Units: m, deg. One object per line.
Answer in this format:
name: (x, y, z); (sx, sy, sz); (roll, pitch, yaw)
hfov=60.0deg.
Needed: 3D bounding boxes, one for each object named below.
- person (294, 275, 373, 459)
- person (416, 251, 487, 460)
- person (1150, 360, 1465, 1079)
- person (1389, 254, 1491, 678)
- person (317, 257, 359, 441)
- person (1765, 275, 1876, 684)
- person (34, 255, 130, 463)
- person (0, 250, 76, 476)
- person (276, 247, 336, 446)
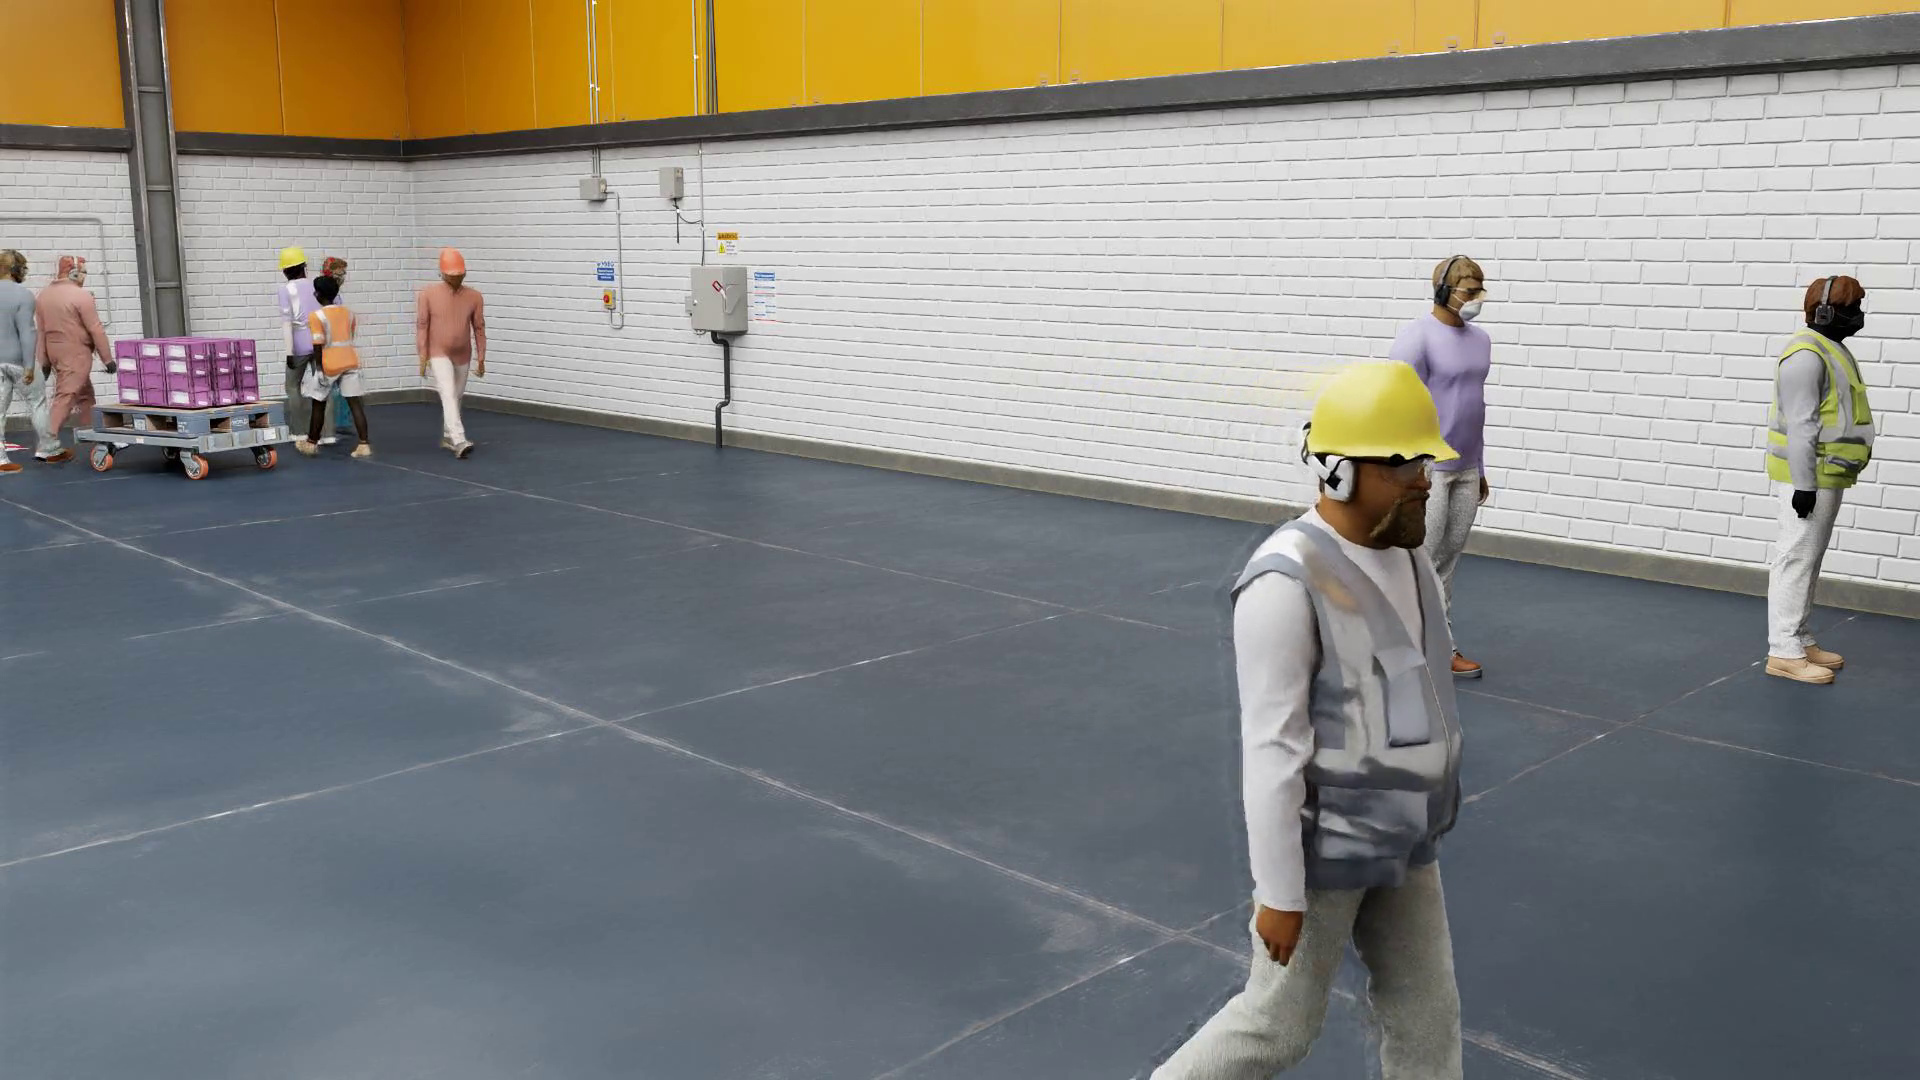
person: (-5.719, -1.559, 15.084); (0.862, 1.657, 0.551); (6, 12, 29)
person: (-4.651, -1.697, 15.273); (0.632, 1.879, 1.192); (-8, 13, -36)
person: (0.714, 0.545, 3.230); (0.852, 1.803, 0.607); (10, 14, 43)
person: (2.181, -0.310, 7.518); (0.630, 1.938, 0.372); (-9, 14, -40)
person: (-6.122, -1.856, 16.315); (0.583, 1.810, 0.598); (-2, 11, -12)
person: (3.935, -0.283, 7.631); (0.429, 1.844, 0.625); (8, 13, 36)
person: (-7.983, -1.633, 14.978); (0.625, 1.852, 1.008); (6, 12, 31)
person: (-8.046, -1.528, 14.271); (0.617, 1.886, 0.965); (2, 11, 12)
person: (-6.314, -1.840, 15.949); (0.743, 1.893, 0.608); (8, 13, 36)
